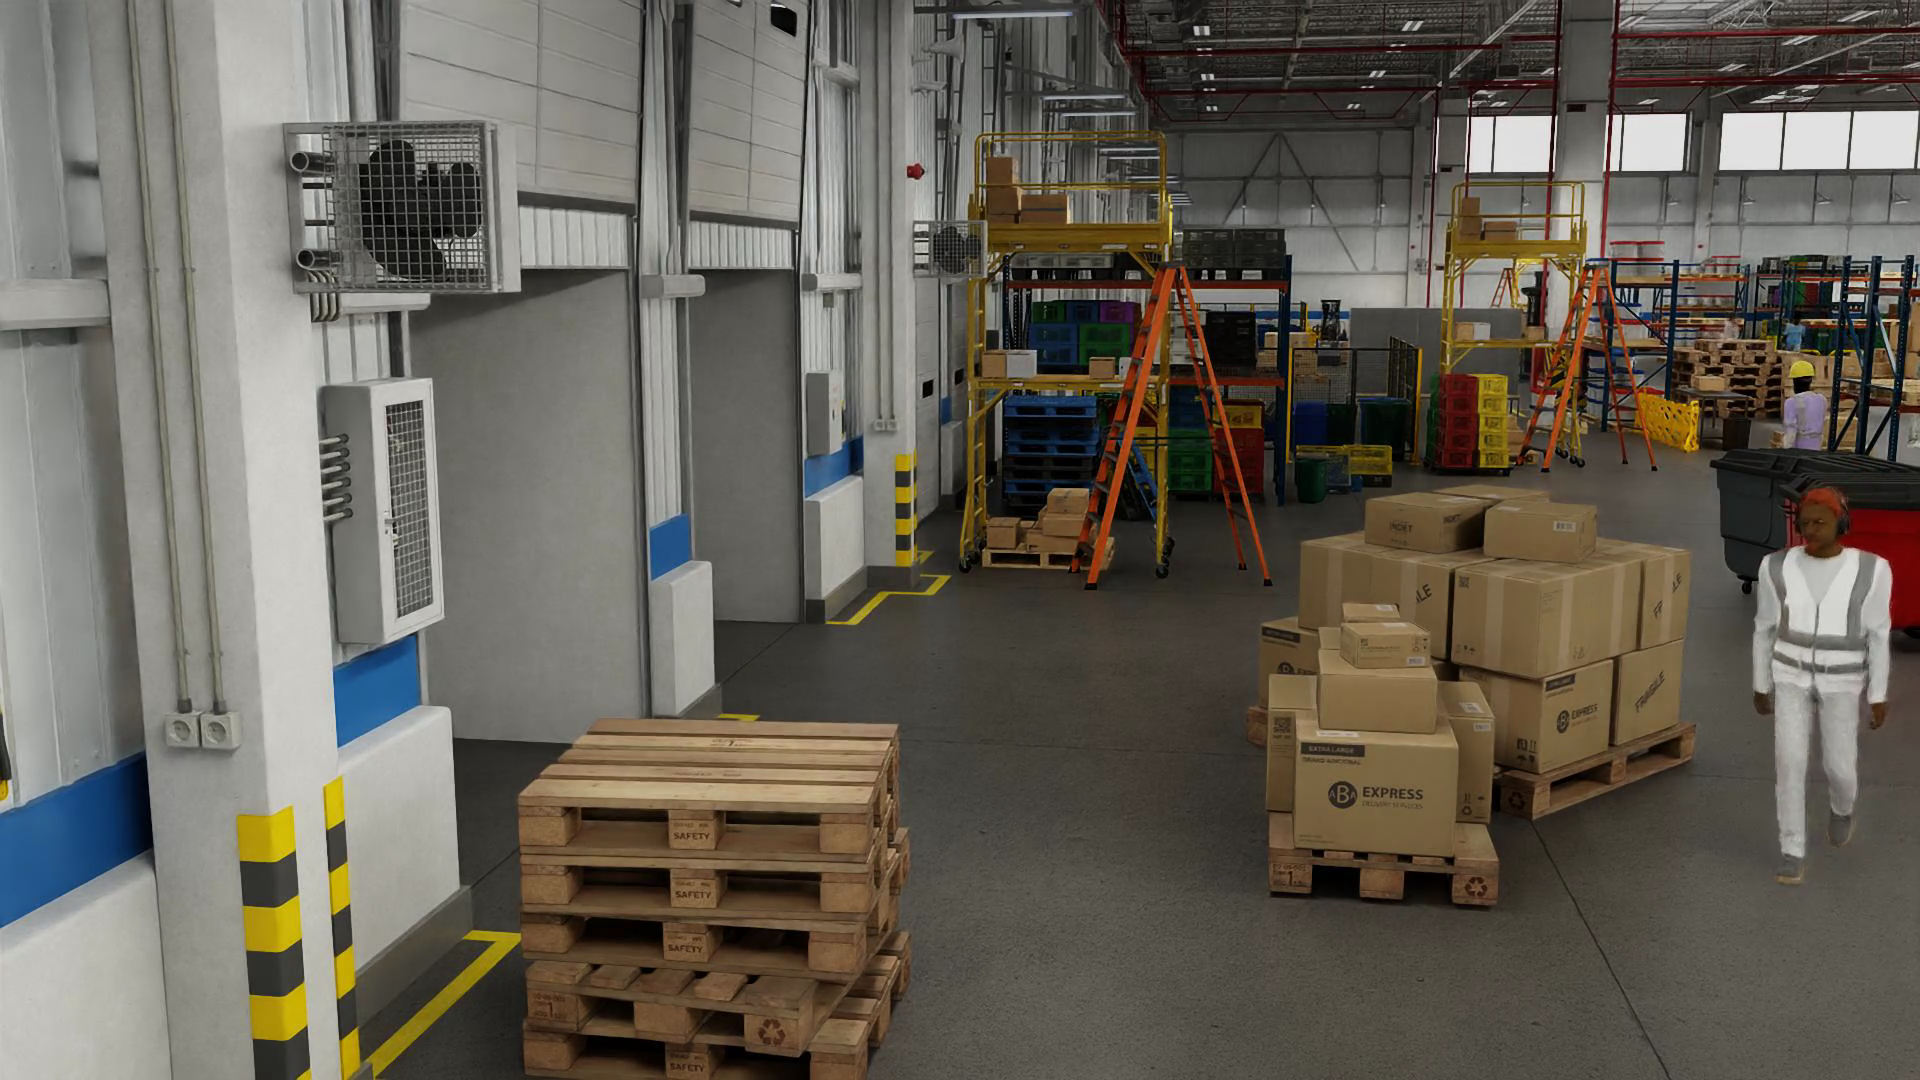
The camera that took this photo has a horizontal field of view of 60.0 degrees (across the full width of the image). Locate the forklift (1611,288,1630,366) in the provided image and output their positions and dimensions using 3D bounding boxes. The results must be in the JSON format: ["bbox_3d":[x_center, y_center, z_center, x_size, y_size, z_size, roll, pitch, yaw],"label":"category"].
[{"bbox_3d":[17.816,-6.092,46.339,1.873,2.768,1.129,-5,11,-30],"label":"forklift"}]

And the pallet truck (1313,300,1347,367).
[{"bbox_3d":[11.159,-6.200,49.718,0.823,1.965,1.885,4,10,26],"label":"pallet truck"}]

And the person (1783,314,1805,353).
[{"bbox_3d":[23.240,-5.488,46.371,0.527,1.663,0.809,4,10,24],"label":"person"}]

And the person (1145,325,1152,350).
[{"bbox_3d":[4.204,-3.907,36.574,0.541,1.675,0.772,3,10,19],"label":"person"}]

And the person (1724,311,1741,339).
[{"bbox_3d":[18.315,-4.499,39.541,0.656,1.896,0.479,-9,13,-43],"label":"person"}]

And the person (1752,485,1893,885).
[{"bbox_3d":[4.049,0.657,7.825,0.601,1.867,0.655,7,11,36],"label":"person"}]

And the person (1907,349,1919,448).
[{"bbox_3d":[15.503,-2.343,26.752,0.327,1.735,0.486,5,10,27],"label":"person"}]

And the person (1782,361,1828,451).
[{"bbox_3d":[8.622,-0.876,17.108,0.593,1.922,0.376,-5,10,-28],"label":"person"}]

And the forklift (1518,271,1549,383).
[{"bbox_3d":[14.928,-5.367,41.864,1.129,2.768,1.873,6,11,35],"label":"forklift"}]
